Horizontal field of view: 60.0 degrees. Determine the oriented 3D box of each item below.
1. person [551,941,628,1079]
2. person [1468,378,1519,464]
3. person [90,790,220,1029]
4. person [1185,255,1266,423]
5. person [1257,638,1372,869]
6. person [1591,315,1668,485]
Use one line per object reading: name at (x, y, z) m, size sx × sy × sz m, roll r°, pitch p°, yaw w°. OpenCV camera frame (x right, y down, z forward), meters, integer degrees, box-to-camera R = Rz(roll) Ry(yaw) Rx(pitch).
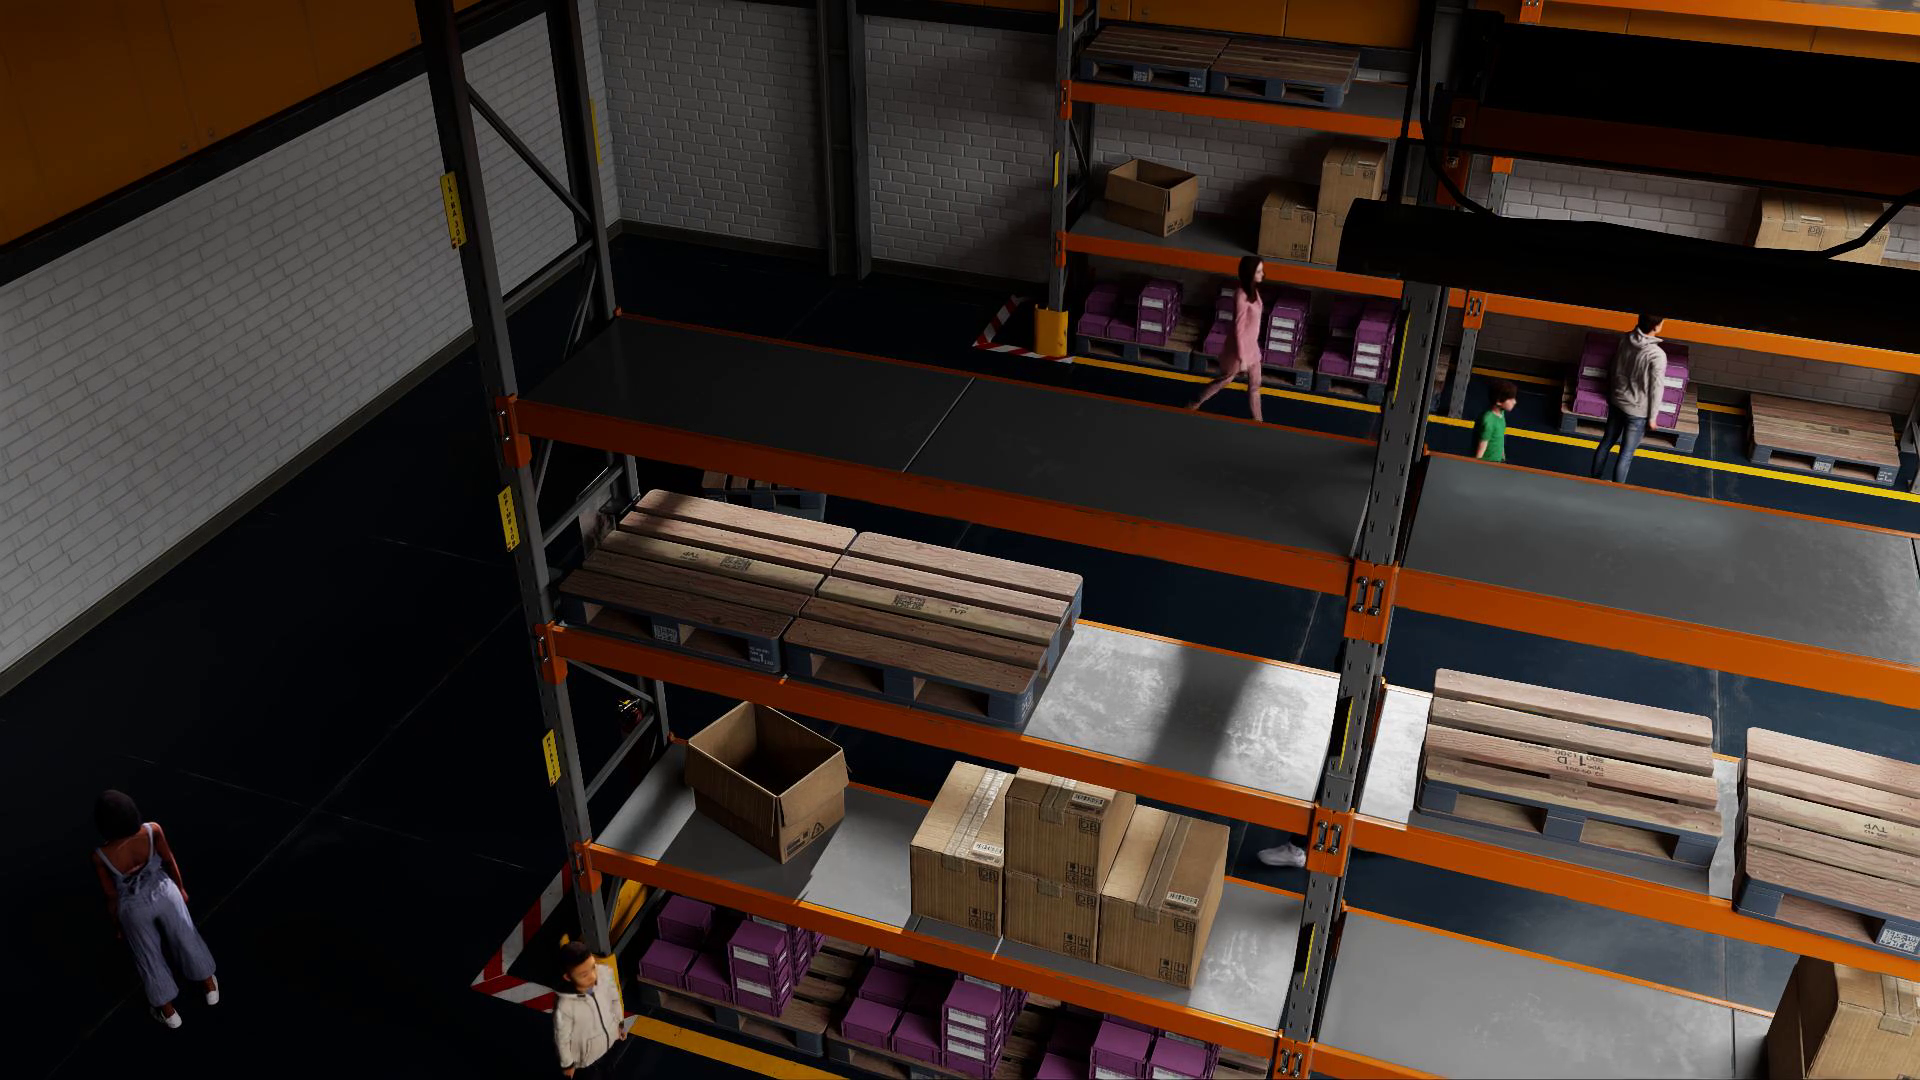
person at (-2.010, 2.632, 8.811) m, size 0.652 × 1.446 × 0.610 m, roll 16°, pitch 37°, yaw 22°
person at (4.149, -0.585, 13.503) m, size 1.125 × 1.610 × 0.697 m, roll 16°, pitch 37°, yaw 23°
person at (-4.595, 2.074, 9.425) m, size 0.645 × 1.696 × 0.648 m, roll 28°, pitch 43°, yaw 36°
person at (2.452, -1.744, 15.106) m, size 1.138 × 1.765 × 0.707 m, roll 16°, pitch 37°, yaw 22°
person at (2.486, 1.343, 10.446) m, size 1.304 × 1.784 × 0.979 m, roll 0°, pitch 34°, yaw 0°
person at (5.678, -1.146, 14.128) m, size 0.812 × 1.852 × 0.746 m, roll -15°, pitch 36°, yaw -21°
